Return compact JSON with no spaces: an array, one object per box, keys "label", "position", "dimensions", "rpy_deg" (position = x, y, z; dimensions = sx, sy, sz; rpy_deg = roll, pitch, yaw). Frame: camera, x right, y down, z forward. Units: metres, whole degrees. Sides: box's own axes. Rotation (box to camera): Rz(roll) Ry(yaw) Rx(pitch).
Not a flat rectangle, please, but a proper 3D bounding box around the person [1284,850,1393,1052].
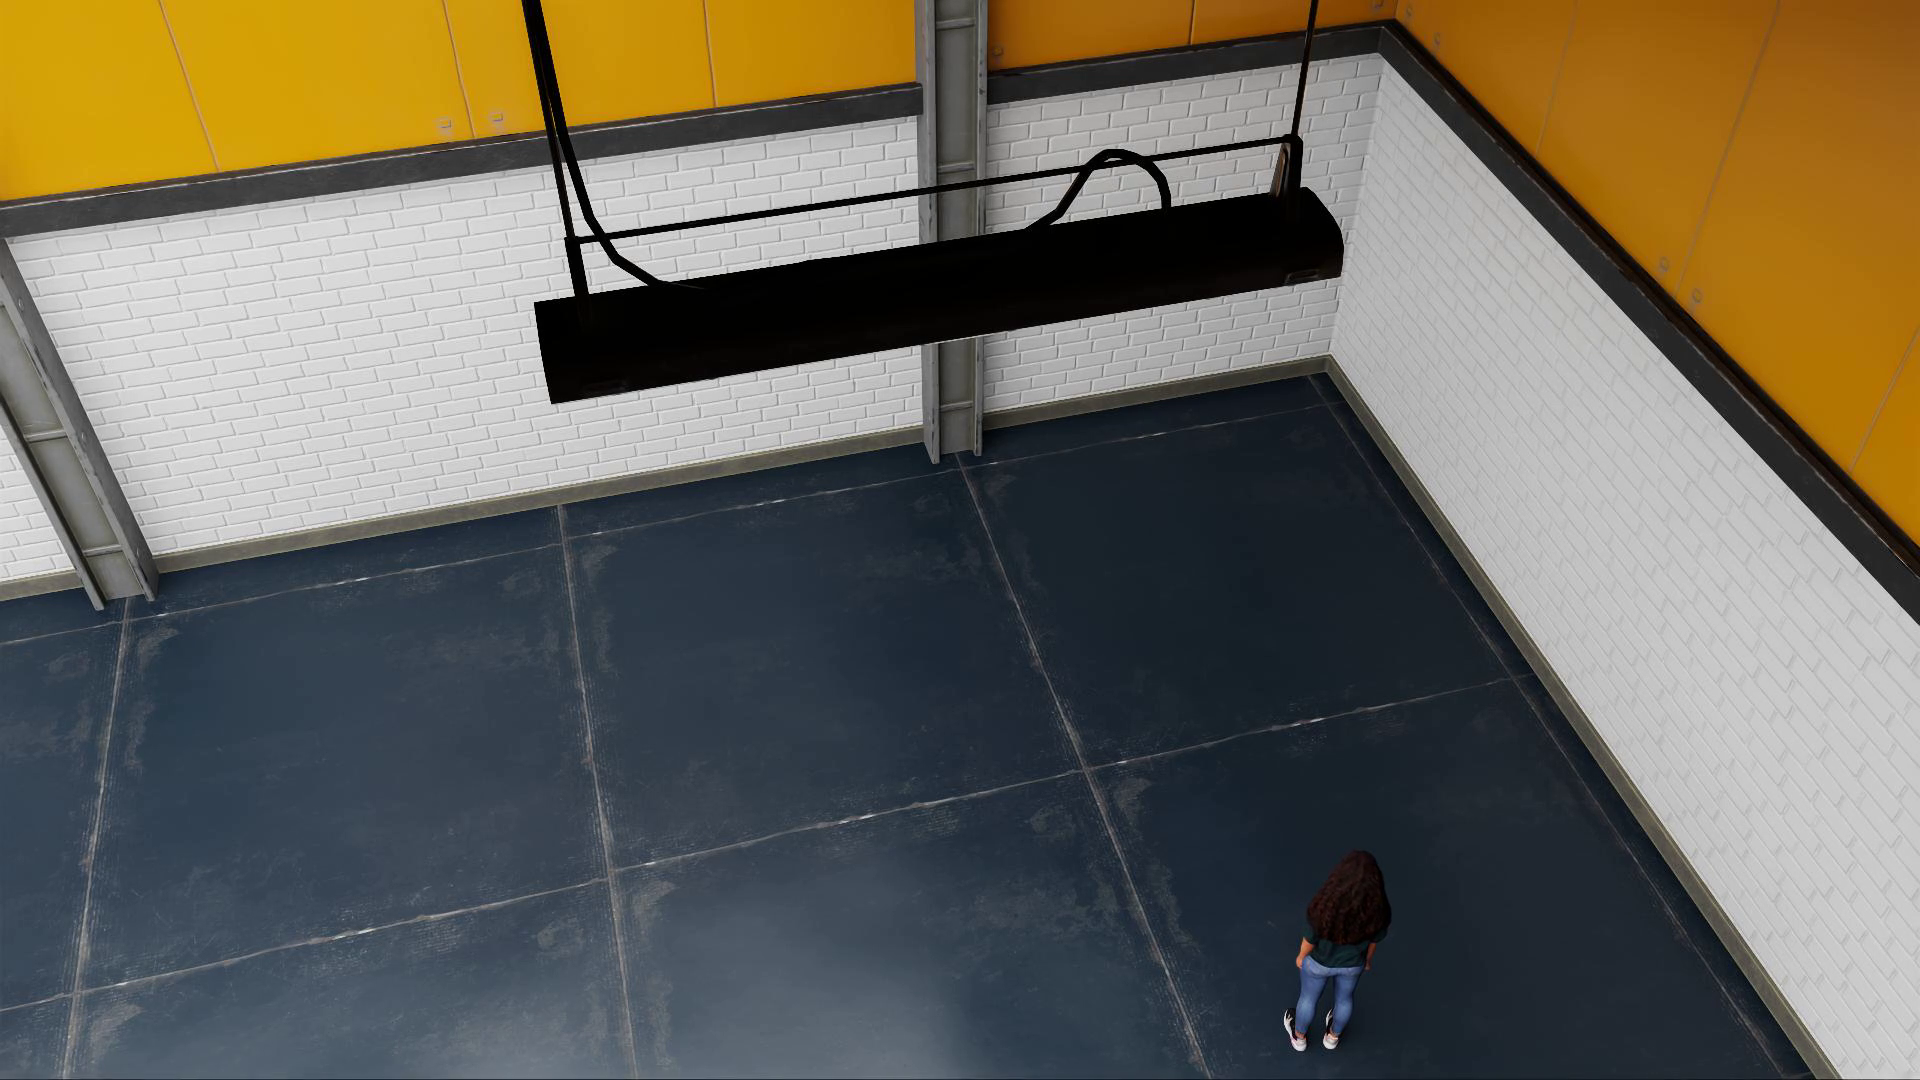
[{"label":"person","position":[1.951,2.150,8.632],"dimensions":[0.622,1.617,0.729],"rpy_deg":[1,44,1]}]
